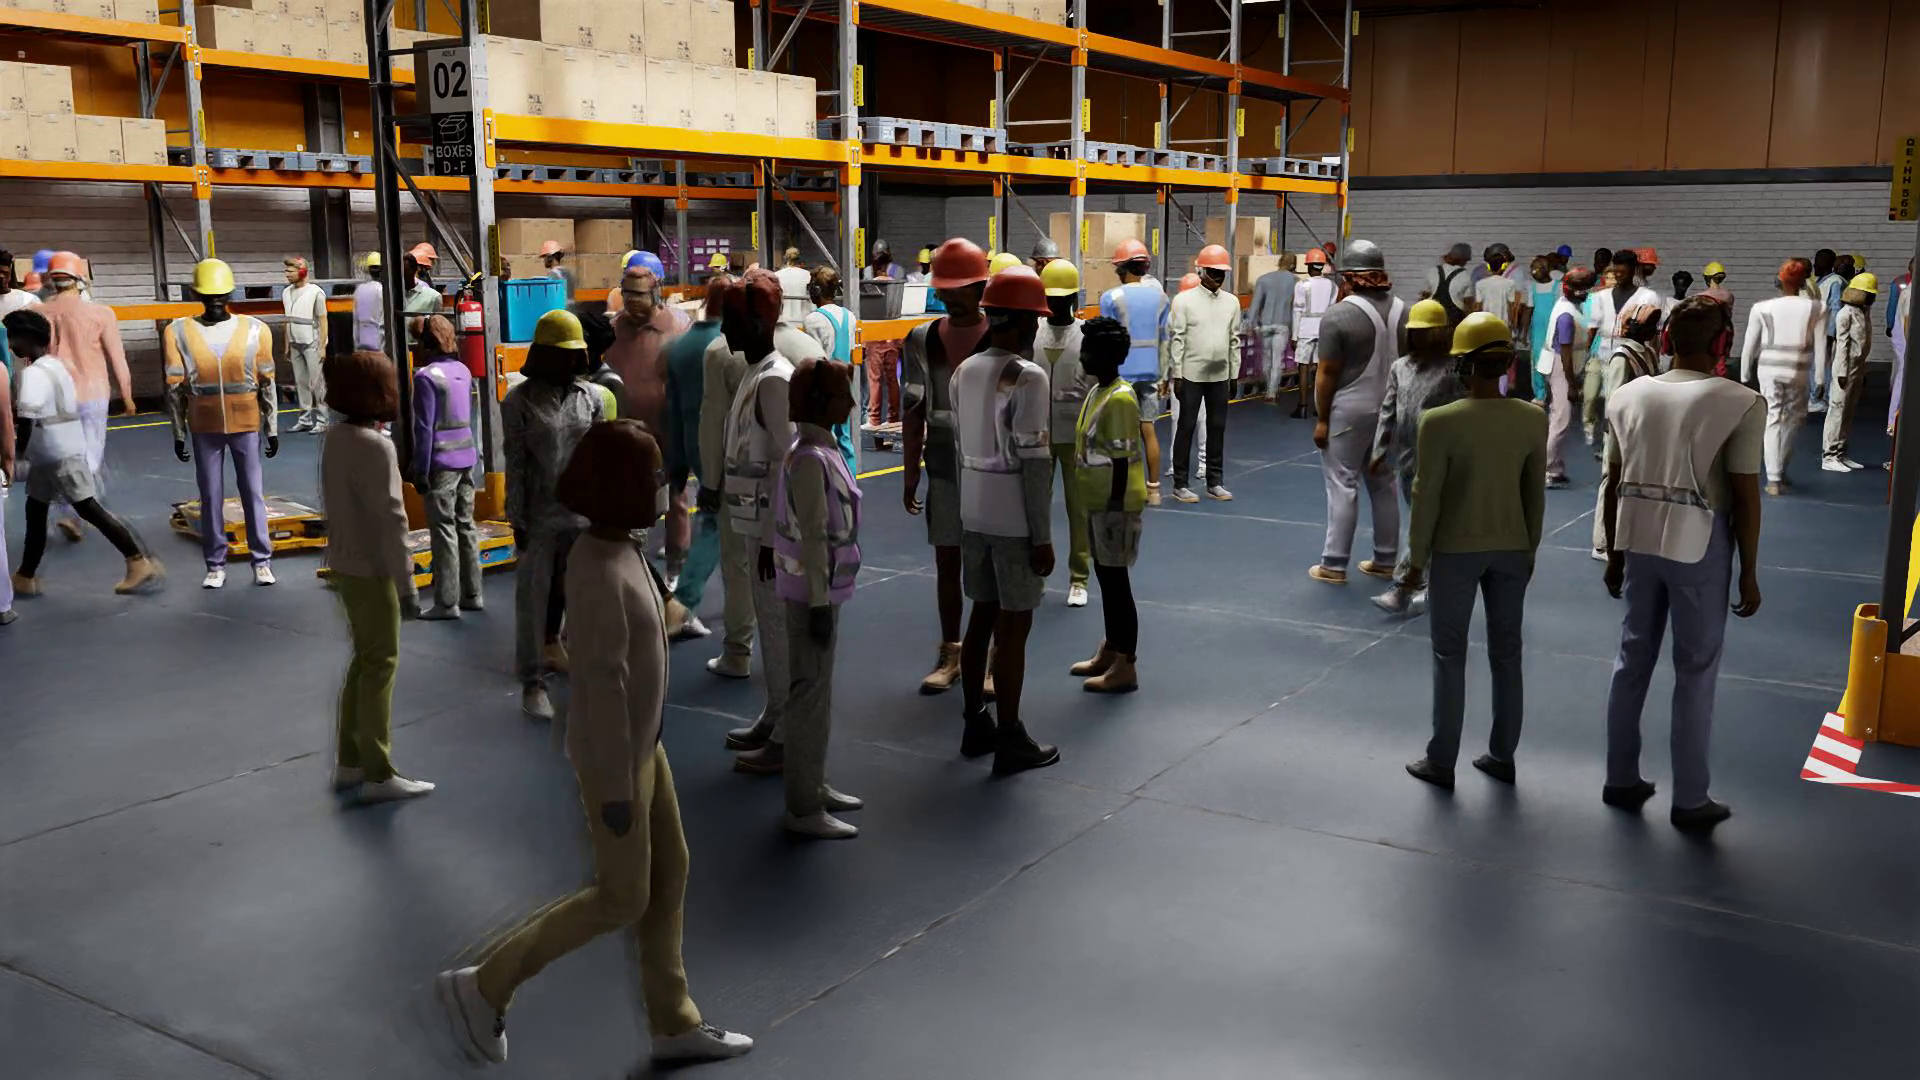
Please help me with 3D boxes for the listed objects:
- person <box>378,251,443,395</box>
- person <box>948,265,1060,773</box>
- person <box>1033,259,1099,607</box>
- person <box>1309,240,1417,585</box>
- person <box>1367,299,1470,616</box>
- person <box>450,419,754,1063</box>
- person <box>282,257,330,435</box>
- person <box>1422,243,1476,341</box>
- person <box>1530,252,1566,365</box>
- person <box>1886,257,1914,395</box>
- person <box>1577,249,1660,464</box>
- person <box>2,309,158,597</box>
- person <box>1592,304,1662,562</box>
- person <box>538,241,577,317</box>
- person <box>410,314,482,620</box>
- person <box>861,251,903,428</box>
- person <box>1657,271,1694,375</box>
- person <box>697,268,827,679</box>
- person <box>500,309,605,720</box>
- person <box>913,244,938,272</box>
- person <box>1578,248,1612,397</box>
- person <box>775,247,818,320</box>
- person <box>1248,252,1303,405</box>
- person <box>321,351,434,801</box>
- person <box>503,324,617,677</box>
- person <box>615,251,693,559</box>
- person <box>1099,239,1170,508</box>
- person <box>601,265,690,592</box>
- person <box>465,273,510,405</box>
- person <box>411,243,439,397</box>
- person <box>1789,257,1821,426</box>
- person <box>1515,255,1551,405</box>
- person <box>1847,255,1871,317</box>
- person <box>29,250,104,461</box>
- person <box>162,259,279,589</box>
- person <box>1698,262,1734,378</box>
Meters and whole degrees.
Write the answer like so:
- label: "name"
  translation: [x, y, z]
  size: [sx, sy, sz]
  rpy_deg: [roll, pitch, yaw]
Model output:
- label: "person"
  translation: [-4.935, -1.627, 14.985]
  size: [0.587, 1.920, 0.390]
  rpy_deg: [1, 10, 5]
- label: "person"
  translation: [0.190, -0.080, 6.397]
  size: [0.386, 1.929, 0.543]
  rpy_deg: [-7, 12, -33]
- label: "person"
  translation: [0.546, -0.584, 9.214]
  size: [0.585, 1.918, 0.395]
  rpy_deg: [4, 11, 19]
- label: "person"
  translation: [2.363, -0.769, 9.889]
  size: [0.690, 2.000, 0.541]
  rpy_deg: [-5, 11, -25]
- label: "person"
  translation: [2.461, -0.438, 9.011]
  size: [0.896, 1.700, 0.495]
  rpy_deg: [-8, 13, -37]
- label: "person"
  translation: [-0.869, 0.510, 3.977]
  size: [0.640, 1.611, 0.510]
  rpy_deg: [-1, 10, -4]
- label: "person"
  translation: [-6.827, -2.026, 17.401]
  size: [0.567, 1.841, 0.377]
  rpy_deg: [5, 12, 28]
- label: "person"
  translation: [6.539, -2.998, 22.241]
  size: [0.792, 2.000, 0.542]
  rpy_deg: [9, 14, 42]
- label: "person"
  translation: [9.249, -3.608, 26.216]
  size: [0.401, 1.831, 0.571]
  rpy_deg: [-10, 14, -44]
- label: "person"
  translation: [12.460, -2.804, 21.759]
  size: [0.633, 1.836, 0.432]
  rpy_deg: [3, 11, 18]
- label: "person"
  translation: [5.860, -1.629, 14.951]
  size: [0.926, 1.925, 0.627]
  rpy_deg: [-8, 13, -38]
- label: "person"
  translation: [-5.063, -0.485, 9.416]
  size: [0.897, 1.647, 0.536]
  rpy_deg: [-4, 11, -19]
- label: "person"
  translation: [4.209, -0.666, 10.464]
  size: [0.315, 1.629, 0.509]
  rpy_deg: [9, 14, 42]
- label: "person"
  translation: [-5.054, -2.713, 20.743]
  size: [0.820, 2.002, 0.619]
  rpy_deg: [3, 11, 16]
- label: "person"
  translation: [-2.759, -0.390, 8.930]
  size: [0.319, 1.631, 0.524]
  rpy_deg: [2, 10, 10]
- label: "person"
  translation: [-0.822, -2.118, 17.741]
  size: [0.597, 1.909, 0.405]
  rpy_deg: [-10, 14, -42]
- label: "person"
  translation: [7.776, -2.074, 18.081]
  size: [0.535, 1.694, 0.321]
  rpy_deg: [0, 10, 0]
- label: "person"
  translation: [-0.922, -0.304, 7.738]
  size: [0.648, 1.895, 0.402]
  rpy_deg: [-7, 13, -36]
- label: "person"
  translation: [-1.692, -0.107, 7.080]
  size: [0.484, 1.737, 0.321]
  rpy_deg: [-9, 14, -42]
- label: "person"
  translation: [-0.449, -3.603, 25.797]
  size: [0.603, 1.967, 0.366]
  rpy_deg: [5, 11, 25]
- label: "person"
  translation: [8.297, -2.810, 21.540]
  size: [0.393, 1.920, 0.591]
  rpy_deg: [-4, 11, -22]
- label: "person"
  translation: [-2.091, -2.712, 20.940]
  size: [0.629, 1.940, 0.372]
  rpy_deg: [-2, 10, -9]
- label: "person"
  translation: [3.949, -2.624, 20.654]
  size: [0.668, 1.870, 0.863]
  rpy_deg: [3, 11, 17]
- label: "person"
  translation: [-2.132, 0.135, 6.044]
  size: [0.293, 1.628, 0.529]
  rpy_deg: [-8, 13, -39]
- label: "person"
  translation: [-1.879, -0.224, 7.973]
  size: [0.586, 1.628, 0.934]
  rpy_deg: [4, 11, 19]
- label: "person"
  translation: [-1.971, -0.850, 10.594]
  size: [0.603, 1.949, 0.389]
  rpy_deg: [4, 11, 23]
- label: "person"
  translation: [1.283, -1.245, 12.565]
  size: [0.608, 2.032, 0.428]
  rpy_deg: [-5, 12, -28]
- label: "person"
  translation: [-1.791, -0.571, 9.233]
  size: [0.666, 1.875, 0.843]
  rpy_deg: [4, 11, 20]
- label: "person"
  translation: [-5.793, -2.617, 20.421]
  size: [0.372, 1.938, 0.630]
  rpy_deg: [8, 13, 37]
- label: "person"
  translation: [-6.500, -2.603, 20.222]
  size: [0.414, 1.987, 0.621]
  rpy_deg: [0, 10, 1]
- label: "person"
  translation: [9.159, -2.166, 18.223]
  size: [0.430, 1.836, 0.628]
  rpy_deg: [9, 13, 40]
- label: "person"
  translation: [7.182, -2.611, 20.691]
  size: [0.502, 1.832, 0.808]
  rpy_deg: [1, 10, 7]
- label: "person"
  translation: [12.172, -2.966, 22.671]
  size: [0.403, 1.825, 0.593]
  rpy_deg: [5, 12, 28]
- label: "person"
  translation: [-8.143, -1.641, 15.040]
  size: [0.634, 1.927, 0.455]
  rpy_deg: [1, 10, 5]
- label: "person"
  translation: [-4.283, -0.667, 9.685]
  size: [0.588, 1.915, 0.399]
  rpy_deg: [-5, 11, -24]
- label: "person"
  translation: [8.675, -2.316, 19.225]
  size: [0.523, 1.769, 0.324]
  rpy_deg: [-3, 11, -17]
